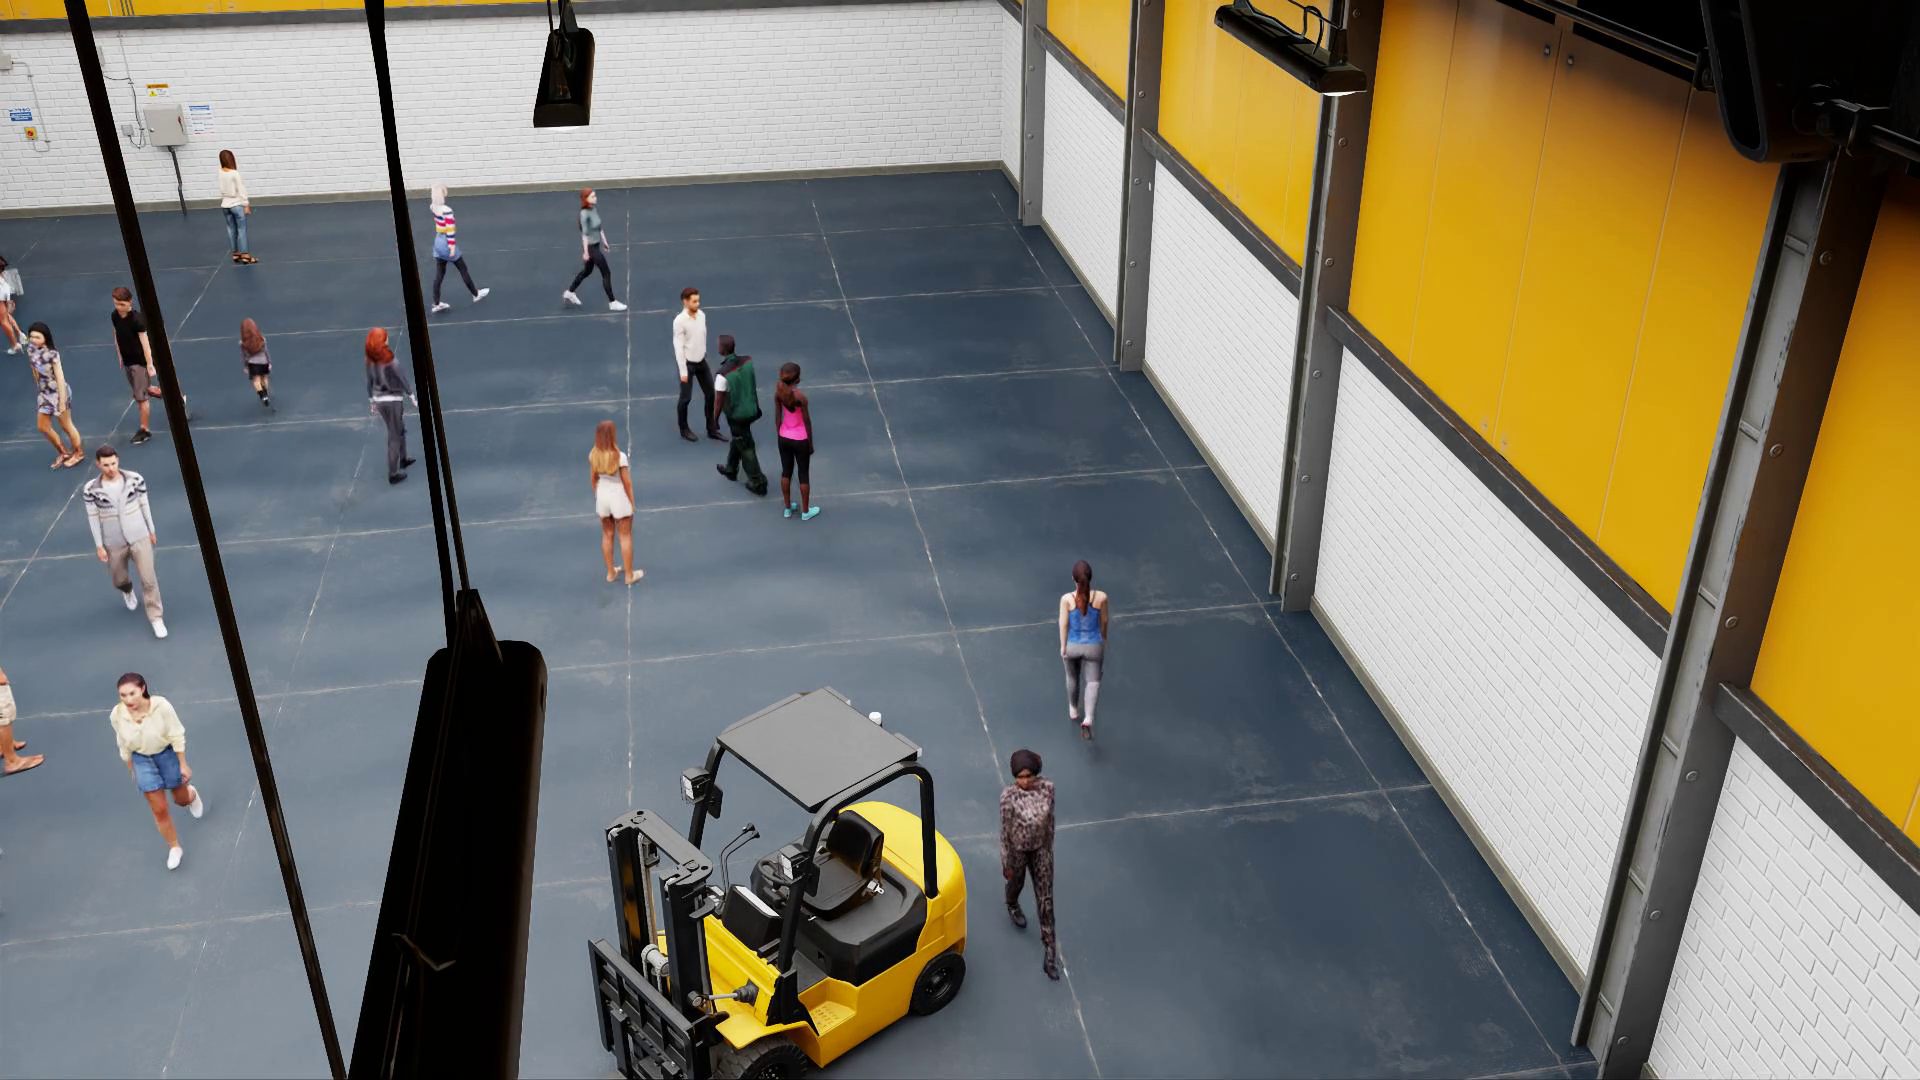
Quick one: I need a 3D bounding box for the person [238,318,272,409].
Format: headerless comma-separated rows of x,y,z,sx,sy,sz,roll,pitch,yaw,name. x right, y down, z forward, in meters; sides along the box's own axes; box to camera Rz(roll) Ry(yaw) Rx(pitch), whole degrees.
-8.409,-2.104,19.893,0.638,1.093,0.794,-17,33,-28,person

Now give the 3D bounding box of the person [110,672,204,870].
-5.988,1.645,12.470,0.638,1.619,0.903,-5,29,-9,person

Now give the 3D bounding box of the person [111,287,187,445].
-9.322,-2.049,19.028,1.104,1.825,1.198,15,32,26,person

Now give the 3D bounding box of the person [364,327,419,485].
-6.196,-1.411,17.928,0.803,1.756,0.887,13,31,23,person

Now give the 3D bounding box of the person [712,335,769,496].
-2.270,-1.285,17.652,1.133,1.801,1.082,19,34,31,person

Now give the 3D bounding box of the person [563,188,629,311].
-5.068,-3.938,22.614,0.873,1.707,1.157,3,29,5,person

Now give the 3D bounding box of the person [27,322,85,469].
-9.912,-1.615,18.346,0.755,1.715,0.787,11,31,20,person

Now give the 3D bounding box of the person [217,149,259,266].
-10.648,-4.887,24.383,0.708,1.677,0.740,13,31,23,person

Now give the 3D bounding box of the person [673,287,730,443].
-3.120,-2.002,18.919,1.046,1.846,0.987,19,34,31,person

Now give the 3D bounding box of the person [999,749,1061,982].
0.425,2.137,11.530,0.680,1.655,1.168,-9,30,-16,person

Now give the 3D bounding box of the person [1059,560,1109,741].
1.035,0.922,13.821,0.704,1.595,1.016,1,29,1,person

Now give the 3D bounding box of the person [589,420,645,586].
-3.354,-0.369,16.082,0.657,1.695,0.682,9,30,16,person

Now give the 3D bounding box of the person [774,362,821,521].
-1.727,-1.029,17.261,0.660,1.726,0.704,13,31,23,person

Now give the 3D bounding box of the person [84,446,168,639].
-7.710,-0.043,15.336,0.934,1.837,1.161,-17,33,-28,person

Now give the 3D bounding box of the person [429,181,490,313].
-7.051,-3.952,22.580,1.139,1.762,1.143,23,36,35,person

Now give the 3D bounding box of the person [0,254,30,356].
-12.190,-3.111,21.200,0.711,1.609,0.621,4,29,7,person
